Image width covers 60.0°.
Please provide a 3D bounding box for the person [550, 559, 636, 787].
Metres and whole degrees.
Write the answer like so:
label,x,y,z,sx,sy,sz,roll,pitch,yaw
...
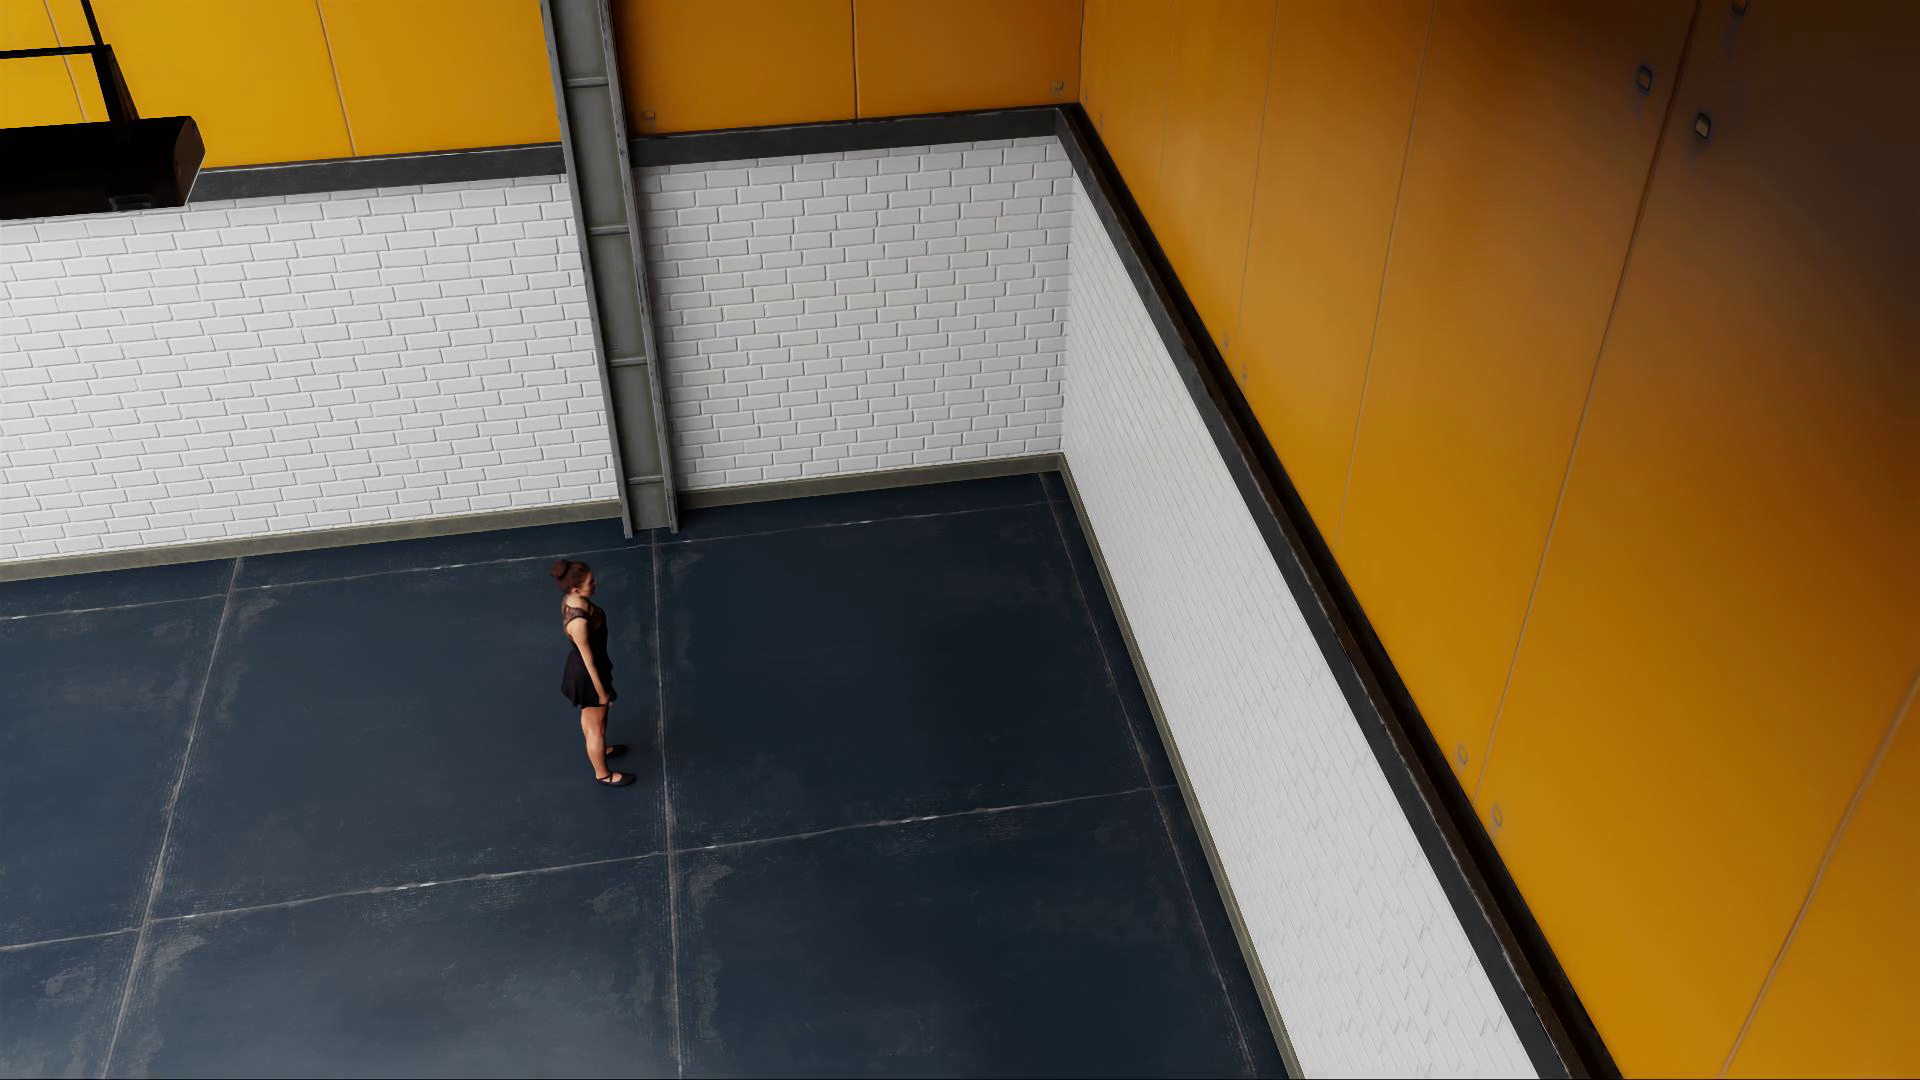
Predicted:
label,x,y,z,sx,sy,sz,roll,pitch,yaw
person,-2.230,0.785,10.015,0.585,1.679,0.594,-10,40,-13
